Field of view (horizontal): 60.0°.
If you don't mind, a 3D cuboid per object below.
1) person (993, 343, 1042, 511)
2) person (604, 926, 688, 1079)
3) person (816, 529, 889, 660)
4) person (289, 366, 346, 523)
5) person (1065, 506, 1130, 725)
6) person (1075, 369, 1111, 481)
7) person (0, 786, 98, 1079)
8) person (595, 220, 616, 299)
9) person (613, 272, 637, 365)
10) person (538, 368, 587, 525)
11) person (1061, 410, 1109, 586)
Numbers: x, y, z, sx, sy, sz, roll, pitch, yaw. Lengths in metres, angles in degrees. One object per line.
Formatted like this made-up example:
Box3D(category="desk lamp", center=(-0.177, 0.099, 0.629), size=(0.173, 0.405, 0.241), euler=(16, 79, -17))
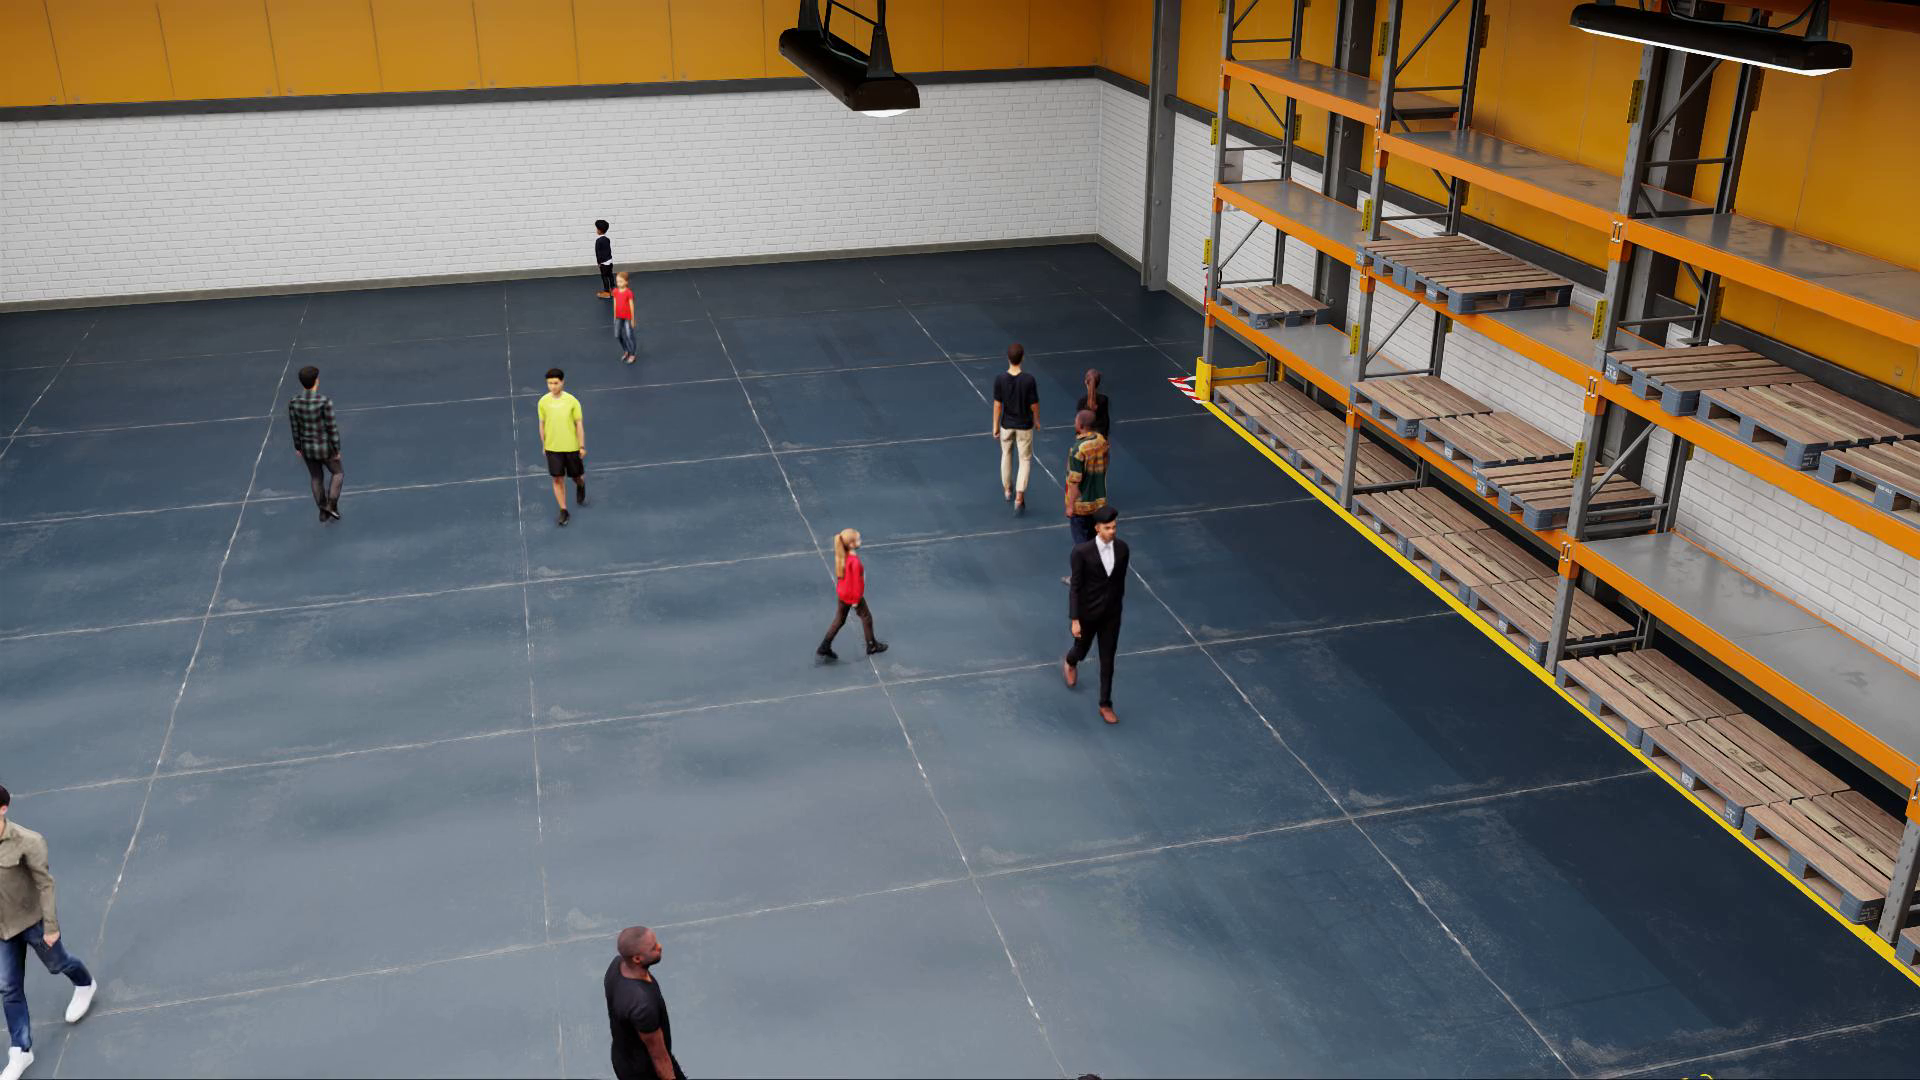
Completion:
Box3D(category="person", center=(0.626, -1.194, 18.035), size=(0.907, 1.833, 1.075), euler=(4, 24, 9))
Box3D(category="person", center=(-1.761, 2.838, 8.846), size=(0.746, 1.805, 0.605), euler=(-8, 25, -18))
Box3D(category="person", center=(-1.030, 0.499, 14.869), size=(0.727, 1.268, 0.892), euler=(-15, 28, -30))
Box3D(category="person", center=(-6.772, -0.972, 17.450), size=(0.758, 1.704, 0.764), euler=(-1, 24, -2))
Box3D(category="person", center=(1.114, 0.560, 13.994), size=(0.692, 1.856, 1.141), euler=(-7, 25, -15))
Box3D(category="person", center=(1.453, -1.094, 18.175), size=(0.635, 1.538, 0.996), euler=(-3, 24, -6))
Box3D(category="person", center=(-5.643, 2.265, 10.129), size=(0.952, 1.828, 1.245), euler=(2, 24, 4))
Box3D(category="person", center=(-5.598, -4.446, 26.236), size=(0.632, 1.222, 0.553), euler=(9, 25, 20))
Box3D(category="person", center=(-4.607, -3.097, 23.053), size=(0.580, 1.301, 0.625), euler=(9, 25, 19))
Box3D(category="person", center=(-4.260, -1.048, 17.882), size=(0.755, 1.687, 1.003), euler=(-1, 24, -1))
Box3D(category="person", center=(1.228, -0.410, 16.277), size=(0.864, 1.806, 0.826), euler=(17, 29, 34))
